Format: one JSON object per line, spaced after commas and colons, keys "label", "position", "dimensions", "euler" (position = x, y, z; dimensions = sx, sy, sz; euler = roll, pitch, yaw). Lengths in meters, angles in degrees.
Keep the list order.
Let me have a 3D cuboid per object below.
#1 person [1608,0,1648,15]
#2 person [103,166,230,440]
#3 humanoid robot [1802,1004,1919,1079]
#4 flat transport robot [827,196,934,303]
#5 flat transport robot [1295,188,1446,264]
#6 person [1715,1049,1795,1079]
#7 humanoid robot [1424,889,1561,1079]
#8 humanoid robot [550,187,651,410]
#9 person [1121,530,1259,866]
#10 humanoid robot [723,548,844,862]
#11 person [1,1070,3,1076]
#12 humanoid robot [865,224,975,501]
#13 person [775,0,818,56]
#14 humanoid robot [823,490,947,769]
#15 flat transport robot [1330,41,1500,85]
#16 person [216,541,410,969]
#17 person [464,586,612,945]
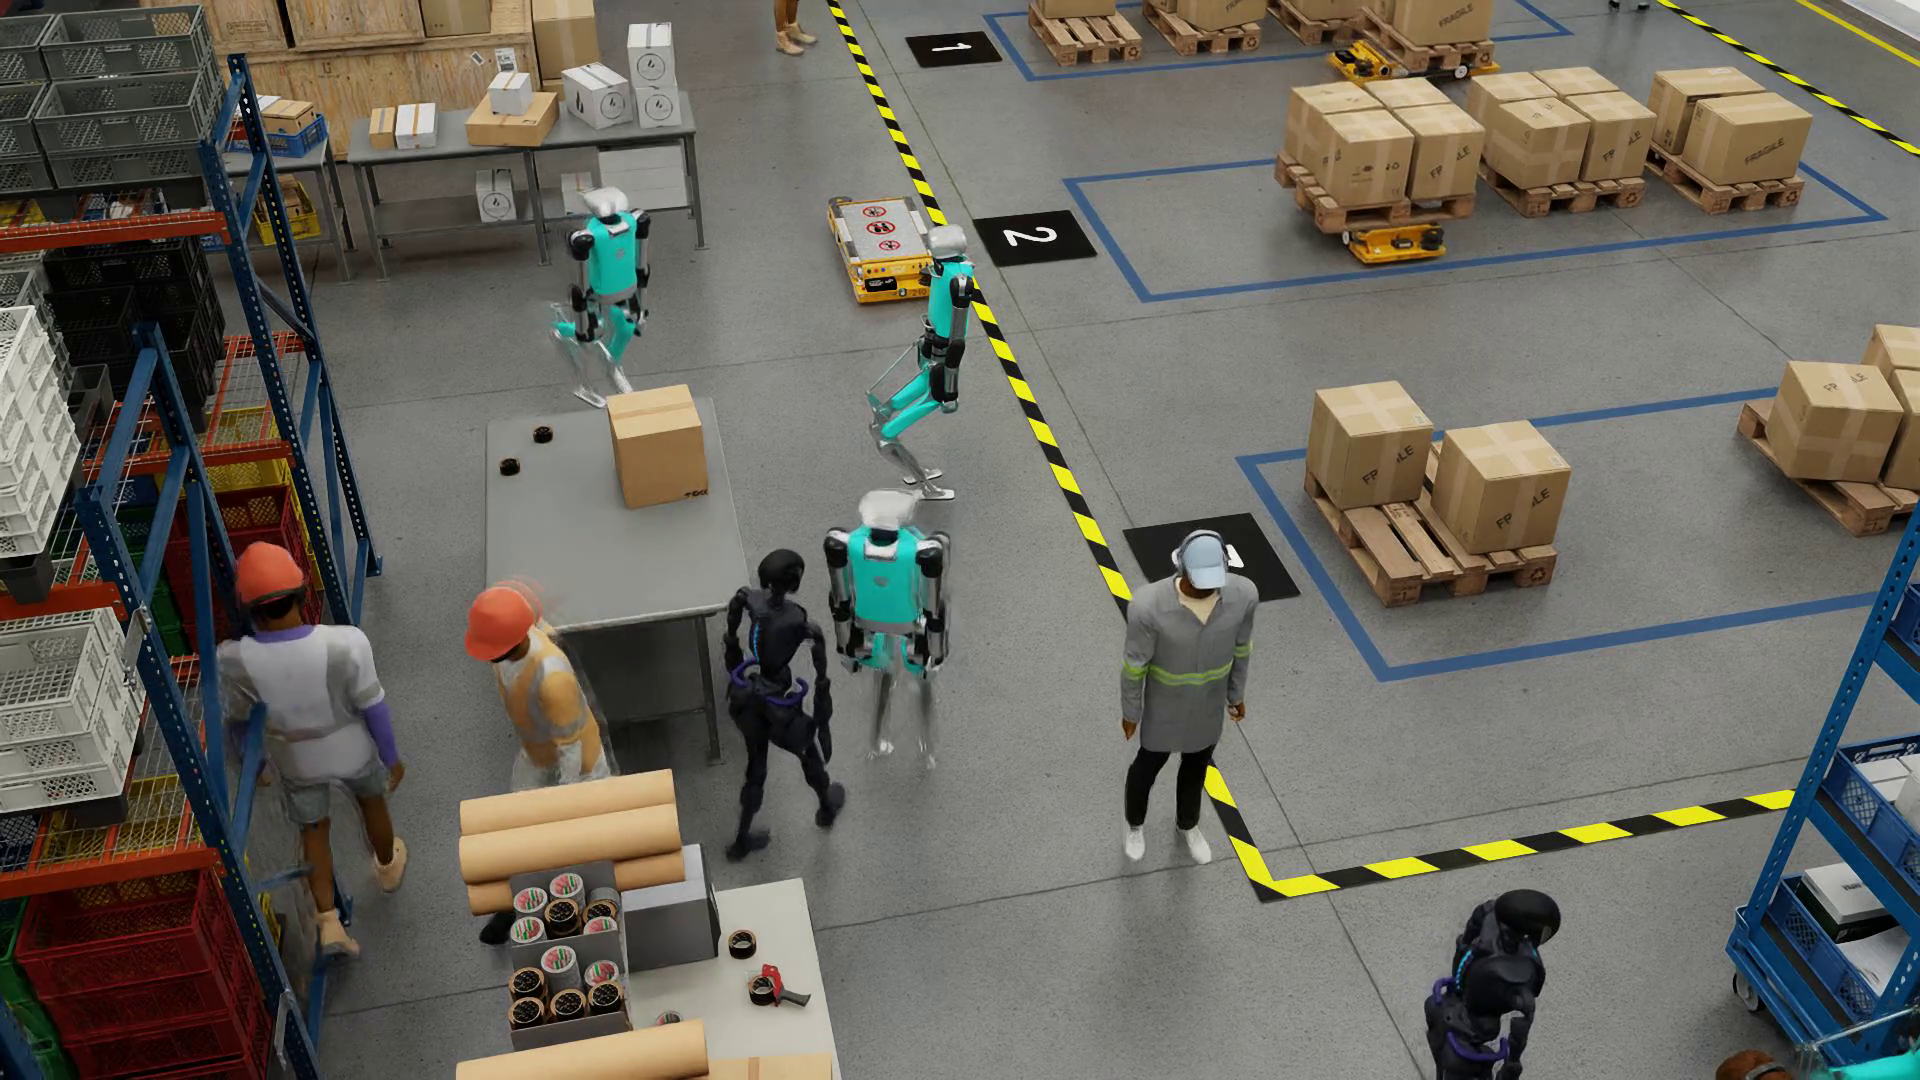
{"label": "person", "position": [6.855, -6.183, 16.591], "dimensions": [0.599, 1.820, 0.646], "euler": [11, 38, 14]}
{"label": "person", "position": [-4.919, -1.480, 10.235], "dimensions": [0.500, 1.836, 0.340], "euler": [25, 43, 30]}
{"label": "humanoid robot", "position": [3.281, 1.877, 5.831], "dimensions": [0.750, 1.825, 0.538], "euler": [4, 37, 6]}
{"label": "flat transport robot", "position": [-0.570, -2.220, 12.538], "dimensions": [0.659, 0.231, 1.431], "euler": [-8, 37, -10]}
{"label": "flat transport robot", "position": [3.192, -2.587, 13.008], "dimensions": [0.652, 0.197, 1.431], "euler": [-8, 37, -10]}
{"label": "person", "position": [2.281, 2.234, 5.233], "dimensions": [0.620, 1.845, 0.430], "euler": [-17, 40, -21]}
{"label": "humanoid robot", "position": [1.827, 1.802, 5.951], "dimensions": [0.341, 1.651, 0.608], "euler": [-2, 37, -3]}
{"label": "humanoid robot", "position": [-2.255, -1.424, 10.281], "dimensions": [0.538, 1.743, 1.043], "euler": [-30, 46, -34]}
{"label": "person", "position": [0.988, 0.700, 7.311], "dimensions": [0.600, 1.861, 0.487], "euler": [-8, 37, -11]}
{"label": "humanoid robot", "position": [-0.825, 0.724, 7.434], "dimensions": [0.610, 1.635, 0.682], "euler": [21, 42, 26]}
{"label": "person", "position": [-3.103, 2.087, 5.545], "dimensions": [0.888, 1.696, 0.498], "euler": [-16, 40, -20]}
{"label": "humanoid robot", "position": [-0.281, -0.980, 9.528], "dimensions": [0.735, 1.677, 0.533], "euler": [-8, 37, -11]}
{"label": "person", "position": [-1.578, -5.588, 15.603], "dimensions": [0.468, 2.024, 0.627], "euler": [14, 39, 18]}
{"label": "humanoid robot", "position": [-0.291, 0.407, 7.788], "dimensions": [0.530, 1.795, 0.771], "euler": [5, 37, 7]}
{"label": "flat transport robot", "position": [4.279, -4.536, 15.627], "dimensions": [1.431, 0.197, 0.652], "euler": [-8, 37, -10]}
{"label": "person", "position": [-2.645, 0.913, 6.874], "dimensions": [0.636, 2.011, 0.816], "euler": [-8, 37, -10]}
{"label": "person", "position": [-1.733, 0.885, 7.011], "dimensions": [0.576, 1.872, 1.005], "euler": [29, 46, 33]}
